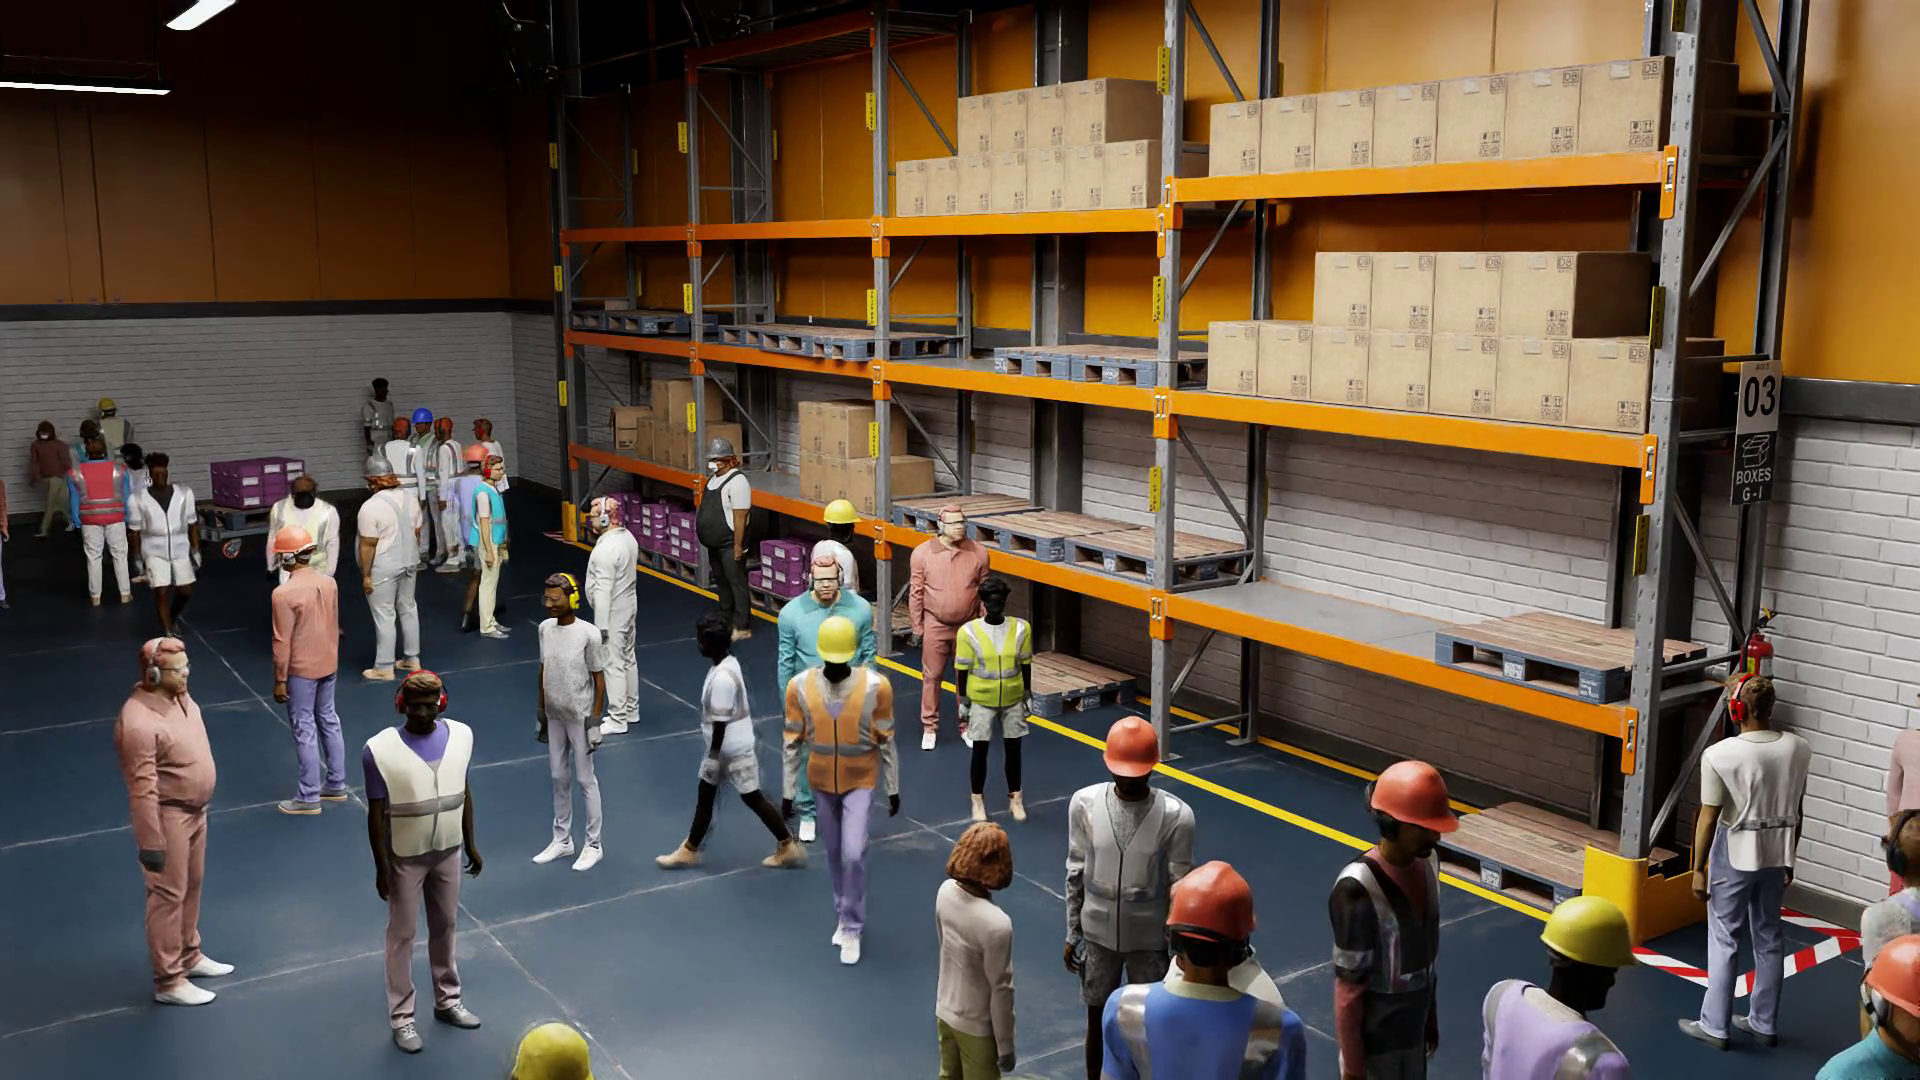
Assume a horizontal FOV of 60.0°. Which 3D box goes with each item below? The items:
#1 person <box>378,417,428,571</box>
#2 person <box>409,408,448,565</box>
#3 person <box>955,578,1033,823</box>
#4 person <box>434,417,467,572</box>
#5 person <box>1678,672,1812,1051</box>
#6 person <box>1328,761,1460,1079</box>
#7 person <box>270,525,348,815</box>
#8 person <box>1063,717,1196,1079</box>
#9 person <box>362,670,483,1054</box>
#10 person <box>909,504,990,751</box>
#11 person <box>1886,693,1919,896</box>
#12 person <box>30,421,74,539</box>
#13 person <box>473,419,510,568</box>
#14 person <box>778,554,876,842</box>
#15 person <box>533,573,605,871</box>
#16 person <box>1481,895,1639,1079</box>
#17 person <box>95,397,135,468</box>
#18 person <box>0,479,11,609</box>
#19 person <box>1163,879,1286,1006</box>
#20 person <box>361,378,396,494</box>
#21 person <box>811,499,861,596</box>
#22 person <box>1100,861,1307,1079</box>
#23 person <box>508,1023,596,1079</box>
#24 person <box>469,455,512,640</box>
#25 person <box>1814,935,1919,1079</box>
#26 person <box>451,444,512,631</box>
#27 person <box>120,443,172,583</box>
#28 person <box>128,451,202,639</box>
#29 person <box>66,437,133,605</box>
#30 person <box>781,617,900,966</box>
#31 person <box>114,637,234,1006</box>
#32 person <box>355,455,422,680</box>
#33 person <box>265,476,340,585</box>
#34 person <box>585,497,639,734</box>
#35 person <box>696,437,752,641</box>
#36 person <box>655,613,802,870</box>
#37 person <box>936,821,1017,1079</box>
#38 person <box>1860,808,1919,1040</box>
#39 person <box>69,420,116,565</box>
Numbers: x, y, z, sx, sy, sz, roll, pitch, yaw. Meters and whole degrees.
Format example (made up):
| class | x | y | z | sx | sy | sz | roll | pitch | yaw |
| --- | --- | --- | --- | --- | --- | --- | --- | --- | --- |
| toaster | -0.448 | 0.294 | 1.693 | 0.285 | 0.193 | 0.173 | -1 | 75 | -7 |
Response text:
| class | x | y | z | sx | sy | sz | roll | pitch | yaw |
| --- | --- | --- | --- | --- | --- | --- | --- | --- | --- |
| person | -6.726 | -0.548 | 20.106 | 0.575 | 1.882 | 0.338 | 1 | 10 | 5 |
| person | -6.599 | -0.666 | 20.600 | 0.605 | 1.948 | 0.384 | 5 | 11 | 25 |
| person | 0.228 | 1.073 | 11.164 | 0.539 | 1.686 | 0.319 | -2 | 10 | -13 |
| person | -6.182 | -0.555 | 20.162 | 0.357 | 1.879 | 0.586 | 0 | 10 | -1 |
| person | 3.764 | 1.547 | 7.948 | 0.560 | 1.836 | 0.394 | -2 | 10 | -12 |
| person | 1.575 | 1.776 | 6.035 | 0.411 | 2.032 | 0.611 | 9 | 13 | 43 |
| person | -4.496 | 0.881 | 11.420 | 0.408 | 1.987 | 0.614 | 3 | 10 | 15 |
| person | 0.702 | 1.666 | 6.991 | 0.550 | 1.926 | 0.390 | 3 | 10 | 19 |
| person | -2.604 | 1.522 | 8.078 | 0.393 | 1.839 | 0.563 | 9 | 13 | 41 |
| person | -0.071 | 0.672 | 12.855 | 0.646 | 1.913 | 0.409 | -2 | 10 | -10 |
| person | 4.838 | 1.524 | 8.280 | 0.312 | 1.767 | 0.533 | -1 | 10 | -8 |
| person | -12.414 | -0.850 | 22.755 | 0.510 | 1.588 | 0.851 | 2 | 10 | 10 |
| person | -5.742 | -0.572 | 20.397 | 0.396 | 1.836 | 0.566 | 1 | 10 | 6 |
| person | -0.859 | 1.025 | 10.832 | 0.645 | 1.900 | 0.399 | -2 | 10 | -12 |
| person | -2.440 | 1.119 | 10.349 | 0.515 | 1.872 | 0.328 | 5 | 11 | 26 |
| person | 1.816 | 1.998 | 5.071 | 0.392 | 1.915 | 0.592 | -4 | 10 | -20 |
| person | -12.003 | -1.109 | 23.577 | 0.591 | 1.827 | 0.403 | -8 | 12 | -39 |
| person | -10.488 | -0.103 | 17.830 | 0.525 | 1.769 | 0.313 | -8 | 13 | -40 |
| person | 0.778 | 1.974 | 5.271 | 0.402 | 1.896 | 0.652 | -3 | 10 | -19 |
| person | -8.895 | -1.520 | 25.583 | 0.376 | 1.959 | 0.610 | 5 | 11 | 28 |
| person | -0.940 | 0.645 | 12.992 | 0.383 | 1.917 | 0.584 | -6 | 11 | -31 |
| person | 0.720 | 1.950 | 4.964 | 0.609 | 2.043 | 0.397 | 3 | 10 | 18 |
| person | -1.148 | 2.156 | 4.691 | 0.520 | 1.724 | 0.405 | -6 | 11 | -32 |
| person | -4.707 | 0.065 | 16.610 | 0.373 | 1.843 | 0.569 | -2 | 10 | -9 |
| person | 2.556 | 2.034 | 4.624 | 0.612 | 1.991 | 0.392 | -6 | 11 | -31 |
| person | -4.968 | -0.036 | 17.098 | 0.540 | 1.894 | 0.990 | 3 | 10 | 18 |
| person | -9.480 | -0.320 | 19.414 | 0.556 | 1.663 | 0.459 | 1 | 10 | 5 |
| person | -7.685 | 0.099 | 16.077 | 0.623 | 1.952 | 0.545 | -7 | 12 | -36 |
| person | -9.386 | -0.204 | 18.202 | 0.627 | 1.844 | 0.429 | -5 | 11 | -29 |
| person | -0.661 | 1.337 | 8.998 | 0.637 | 1.885 | 0.715 | 1 | 10 | 9 |
| person | -4.006 | 1.421 | 8.500 | 0.406 | 1.900 | 0.654 | -1 | 10 | -5 |
| person | -5.211 | 0.230 | 15.066 | 0.535 | 2.000 | 0.681 | 4 | 11 | 24 |
| person | -6.121 | 0.295 | 15.473 | 0.692 | 1.776 | 0.967 | -3 | 10 | -16 |
| person | -2.793 | 0.600 | 13.317 | 0.399 | 1.902 | 0.643 | 1 | 10 | 8 |
| person | -2.363 | -0.027 | 16.579 | 0.536 | 2.000 | 0.683 | -7 | 12 | -34 |
| person | -1.400 | 1.254 | 10.223 | 0.897 | 1.645 | 0.538 | -2 | 10 | -10 |
| person | 0.060 | 1.895 | 6.525 | 0.288 | 1.625 | 0.497 | -6 | 11 | -30 |
| person | 3.499 | 1.863 | 6.196 | 0.539 | 1.795 | 0.934 | -1 | 10 | -7 |
| person | -10.714 | -0.606 | 20.641 | 0.574 | 1.814 | 0.627 | -7 | 12 | -35 |
